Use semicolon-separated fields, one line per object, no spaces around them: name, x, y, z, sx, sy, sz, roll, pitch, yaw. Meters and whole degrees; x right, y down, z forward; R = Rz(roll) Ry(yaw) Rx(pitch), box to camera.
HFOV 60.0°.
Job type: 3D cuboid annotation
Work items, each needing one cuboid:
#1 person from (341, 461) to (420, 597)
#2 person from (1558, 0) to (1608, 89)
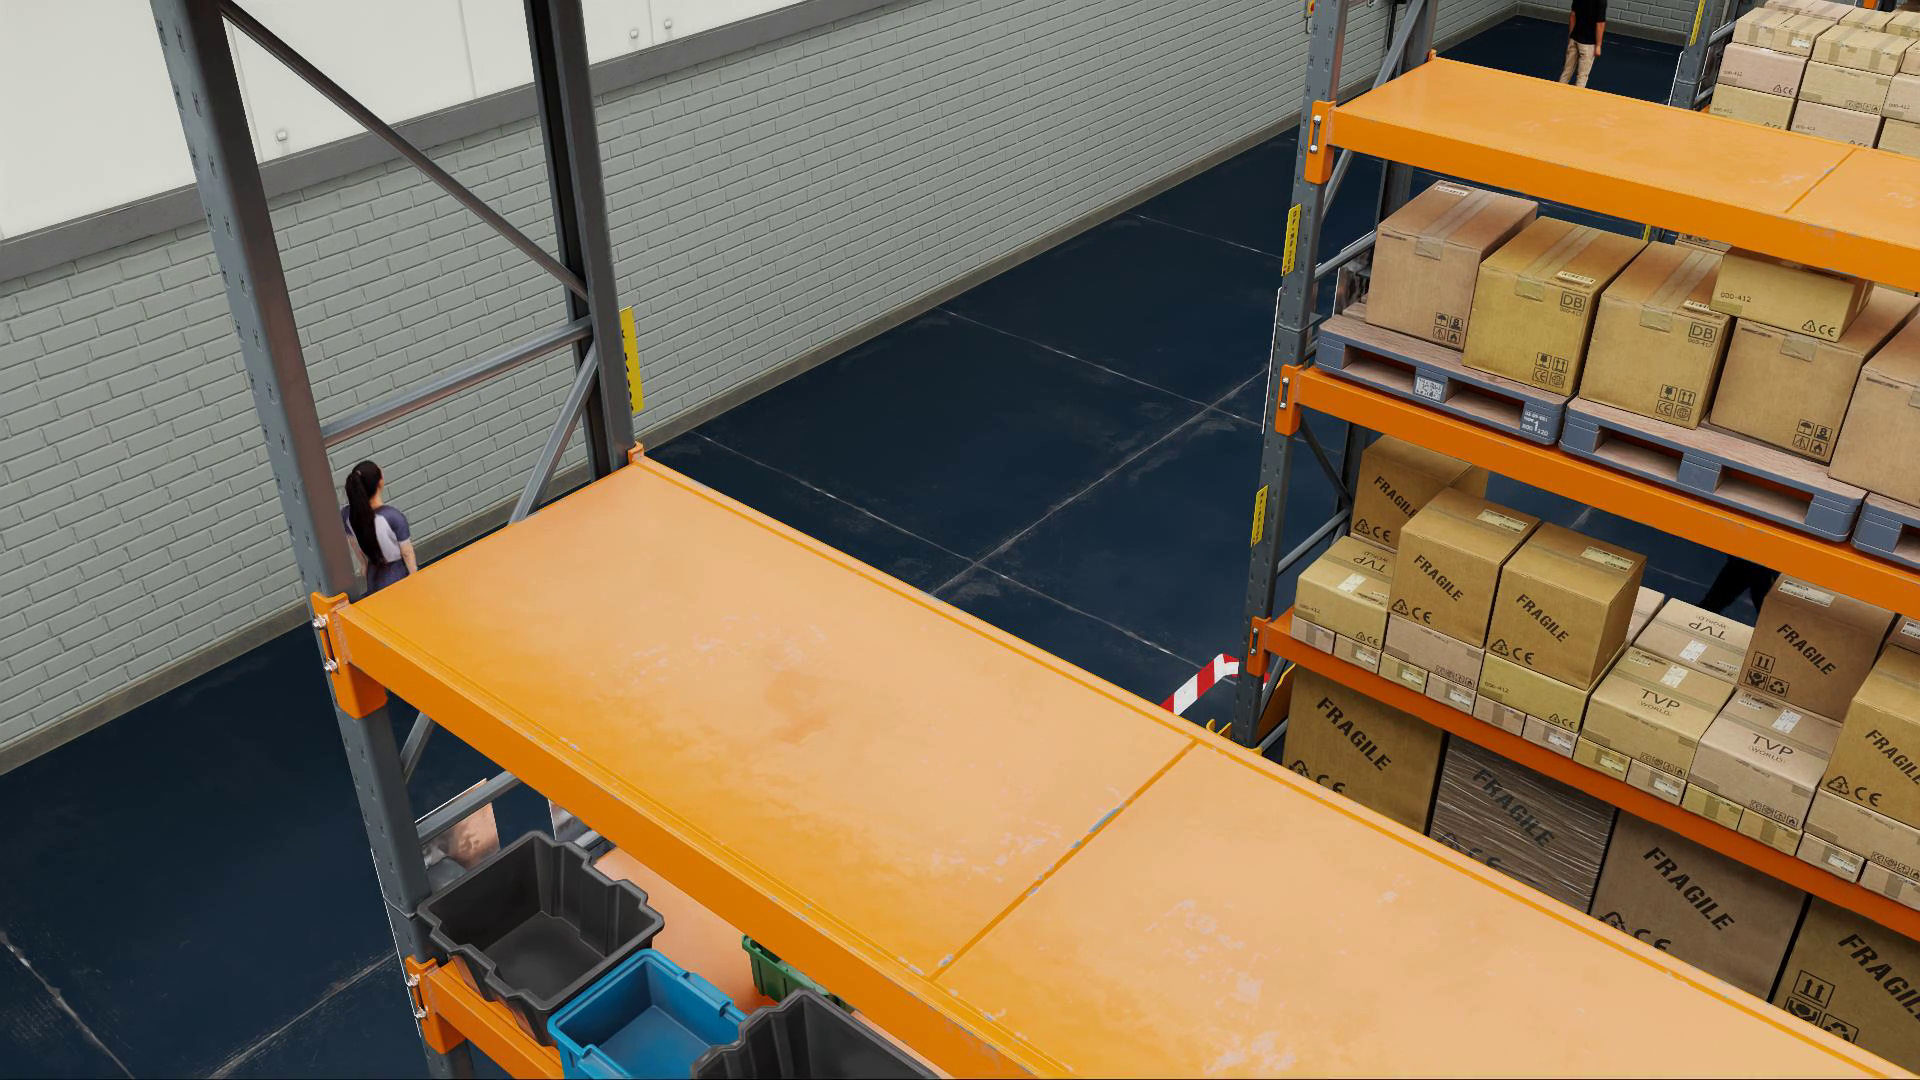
person;-3.418;0.297;9.942;0.643;1.642;0.759;8;34;13
person;7.094;-5.681;18.936;0.777;1.858;0.611;-15;36;-22
